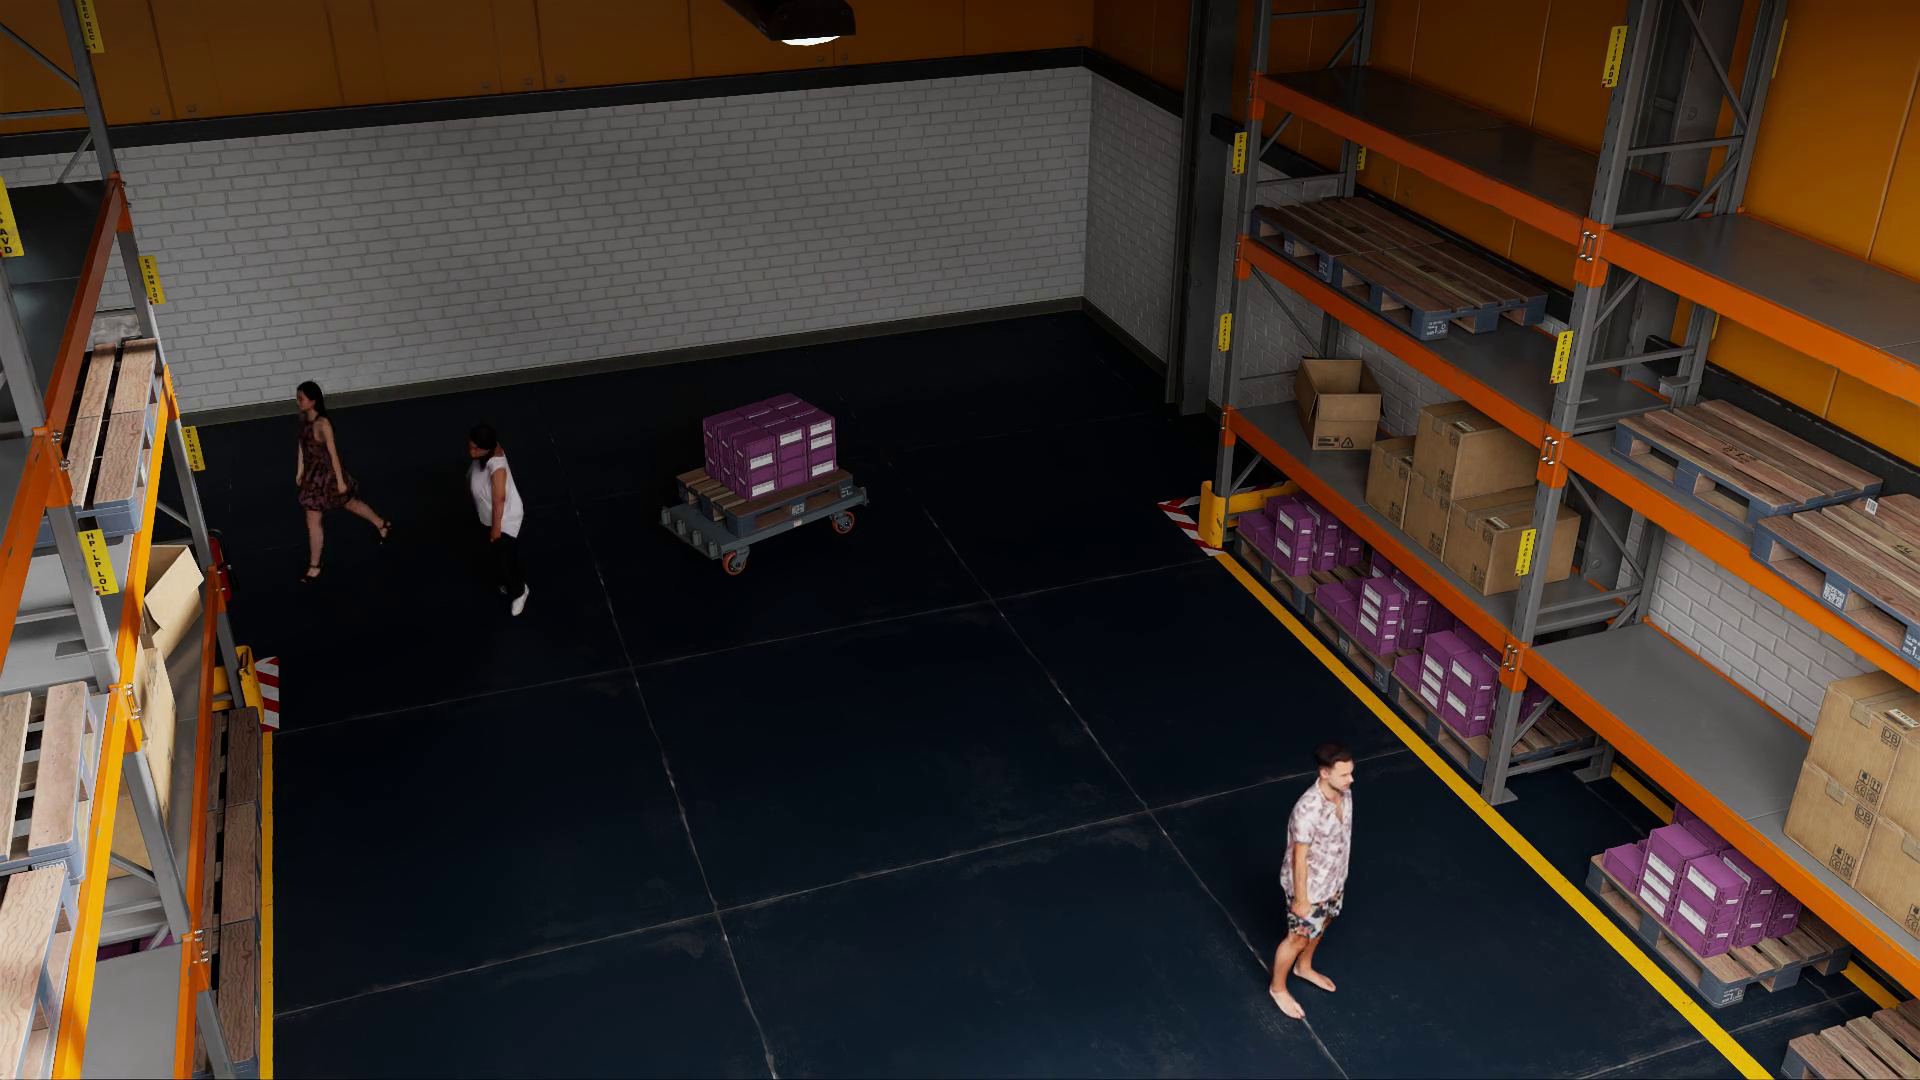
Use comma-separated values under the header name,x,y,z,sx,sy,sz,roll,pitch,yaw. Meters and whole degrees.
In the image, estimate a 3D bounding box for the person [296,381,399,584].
name,x,y,z,sx,sy,sz,roll,pitch,yaw
person,-5.227,-0.530,13.914,1.018,1.733,1.192,-25,37,-38

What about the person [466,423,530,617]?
name,x,y,z,sx,sy,sz,roll,pitch,yaw
person,-3.707,-0.204,13.382,0.749,1.670,0.545,-2,29,-4

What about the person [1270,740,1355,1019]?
name,x,y,z,sx,sy,sz,roll,pitch,yaw
person,1.993,1.874,9.428,0.741,1.809,0.746,22,36,35
